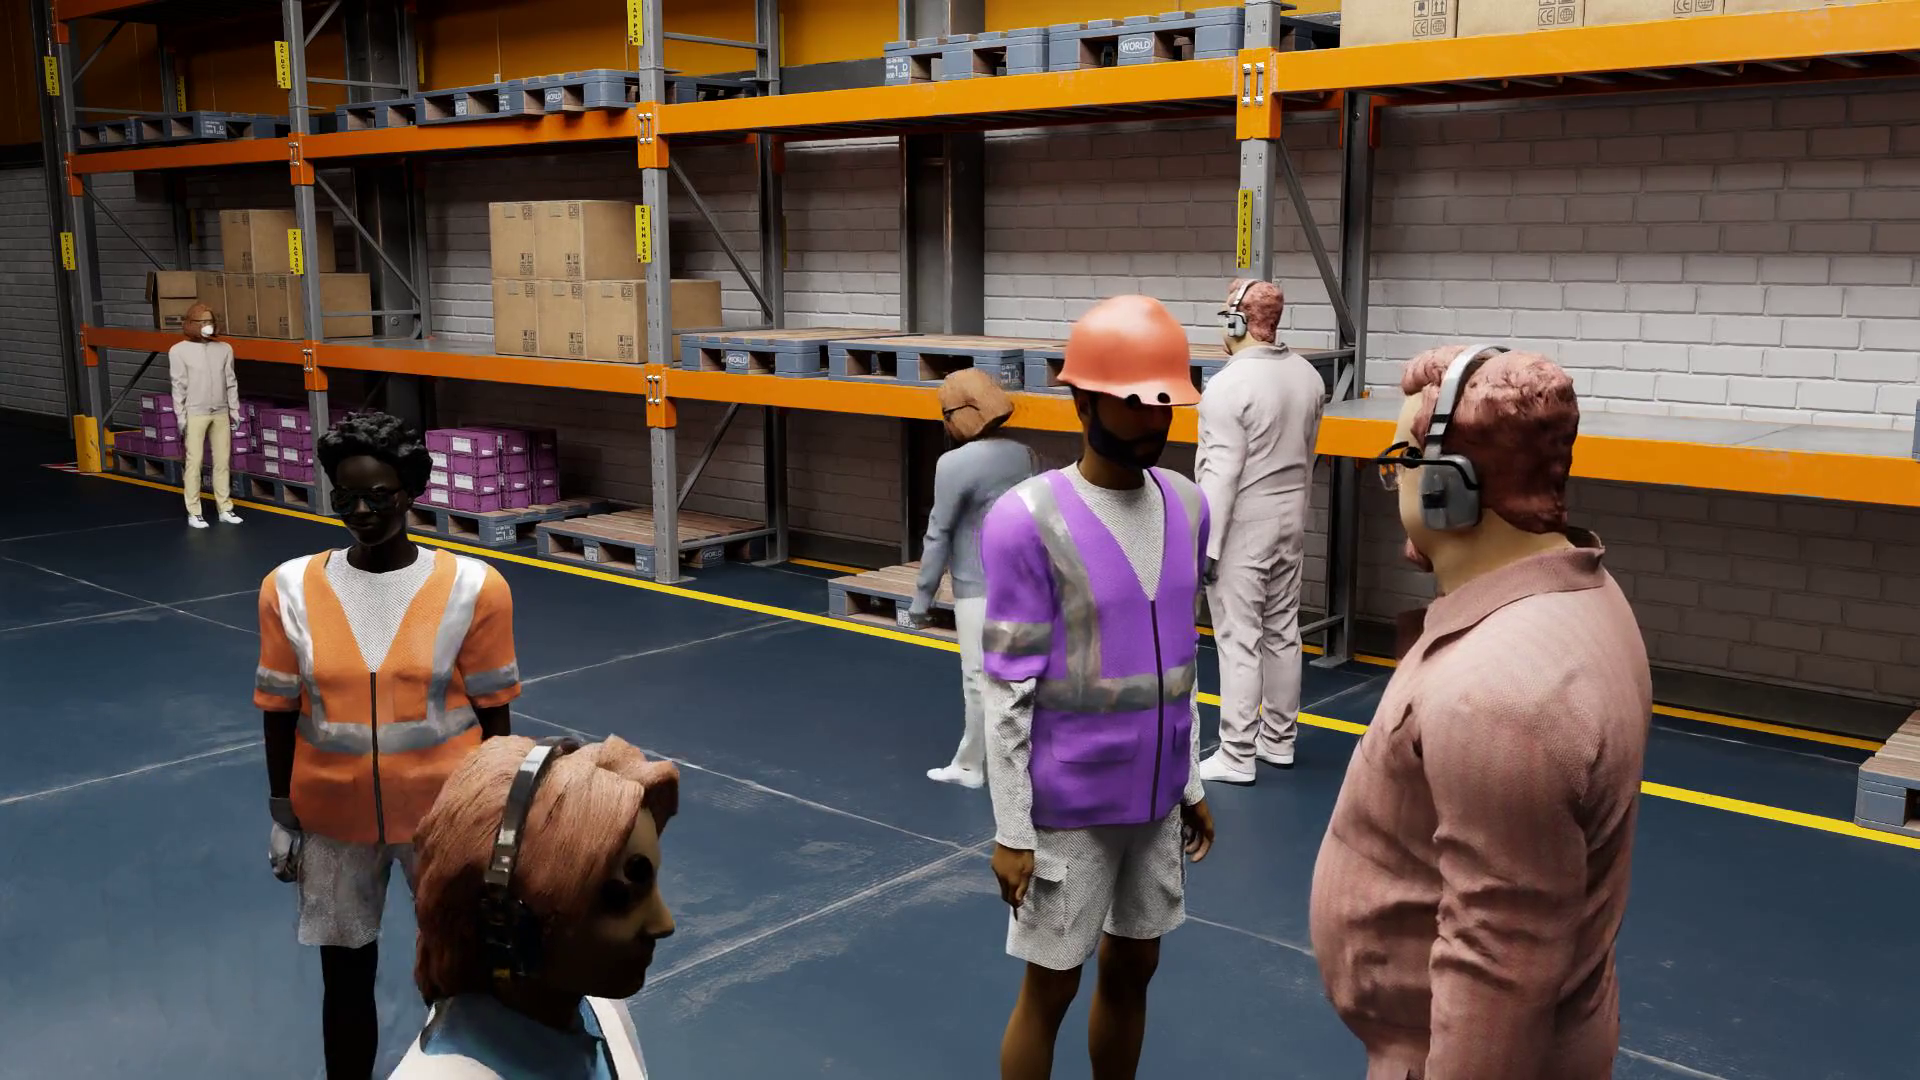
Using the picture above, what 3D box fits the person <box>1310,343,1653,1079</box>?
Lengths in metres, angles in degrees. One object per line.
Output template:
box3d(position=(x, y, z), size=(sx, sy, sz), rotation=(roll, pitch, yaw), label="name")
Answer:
box3d(position=(0.656, 0.699, 2.191), size=(0.400, 1.905, 0.644), rotation=(5, 11, 25), label="person")

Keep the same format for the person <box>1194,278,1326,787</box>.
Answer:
box3d(position=(1.085, -0.027, 6.314), size=(0.636, 1.911, 0.405), rotation=(-10, 14, -43), label="person")

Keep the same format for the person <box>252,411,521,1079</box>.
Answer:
box3d(position=(-1.183, 0.577, 3.475), size=(0.533, 1.697, 0.318), rotation=(-2, 10, -9), label="person")

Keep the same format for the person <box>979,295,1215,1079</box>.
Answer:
box3d(position=(0.302, 0.495, 3.266), size=(0.552, 1.933, 0.374), rotation=(-8, 12, -37), label="person")

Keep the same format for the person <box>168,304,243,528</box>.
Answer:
box3d(position=(-5.478, -0.901, 12.101), size=(0.277, 1.627, 0.497), rotation=(7, 12, 33), label="person")

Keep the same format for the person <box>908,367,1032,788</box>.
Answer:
box3d(position=(0.140, 0.189, 5.947), size=(0.718, 1.609, 0.496), rotation=(6, 12, 33), label="person")

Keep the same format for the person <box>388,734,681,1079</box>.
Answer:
box3d(position=(-0.520, 0.958, 1.562), size=(0.664, 1.612, 0.529), rotation=(1, 10, 4), label="person")
